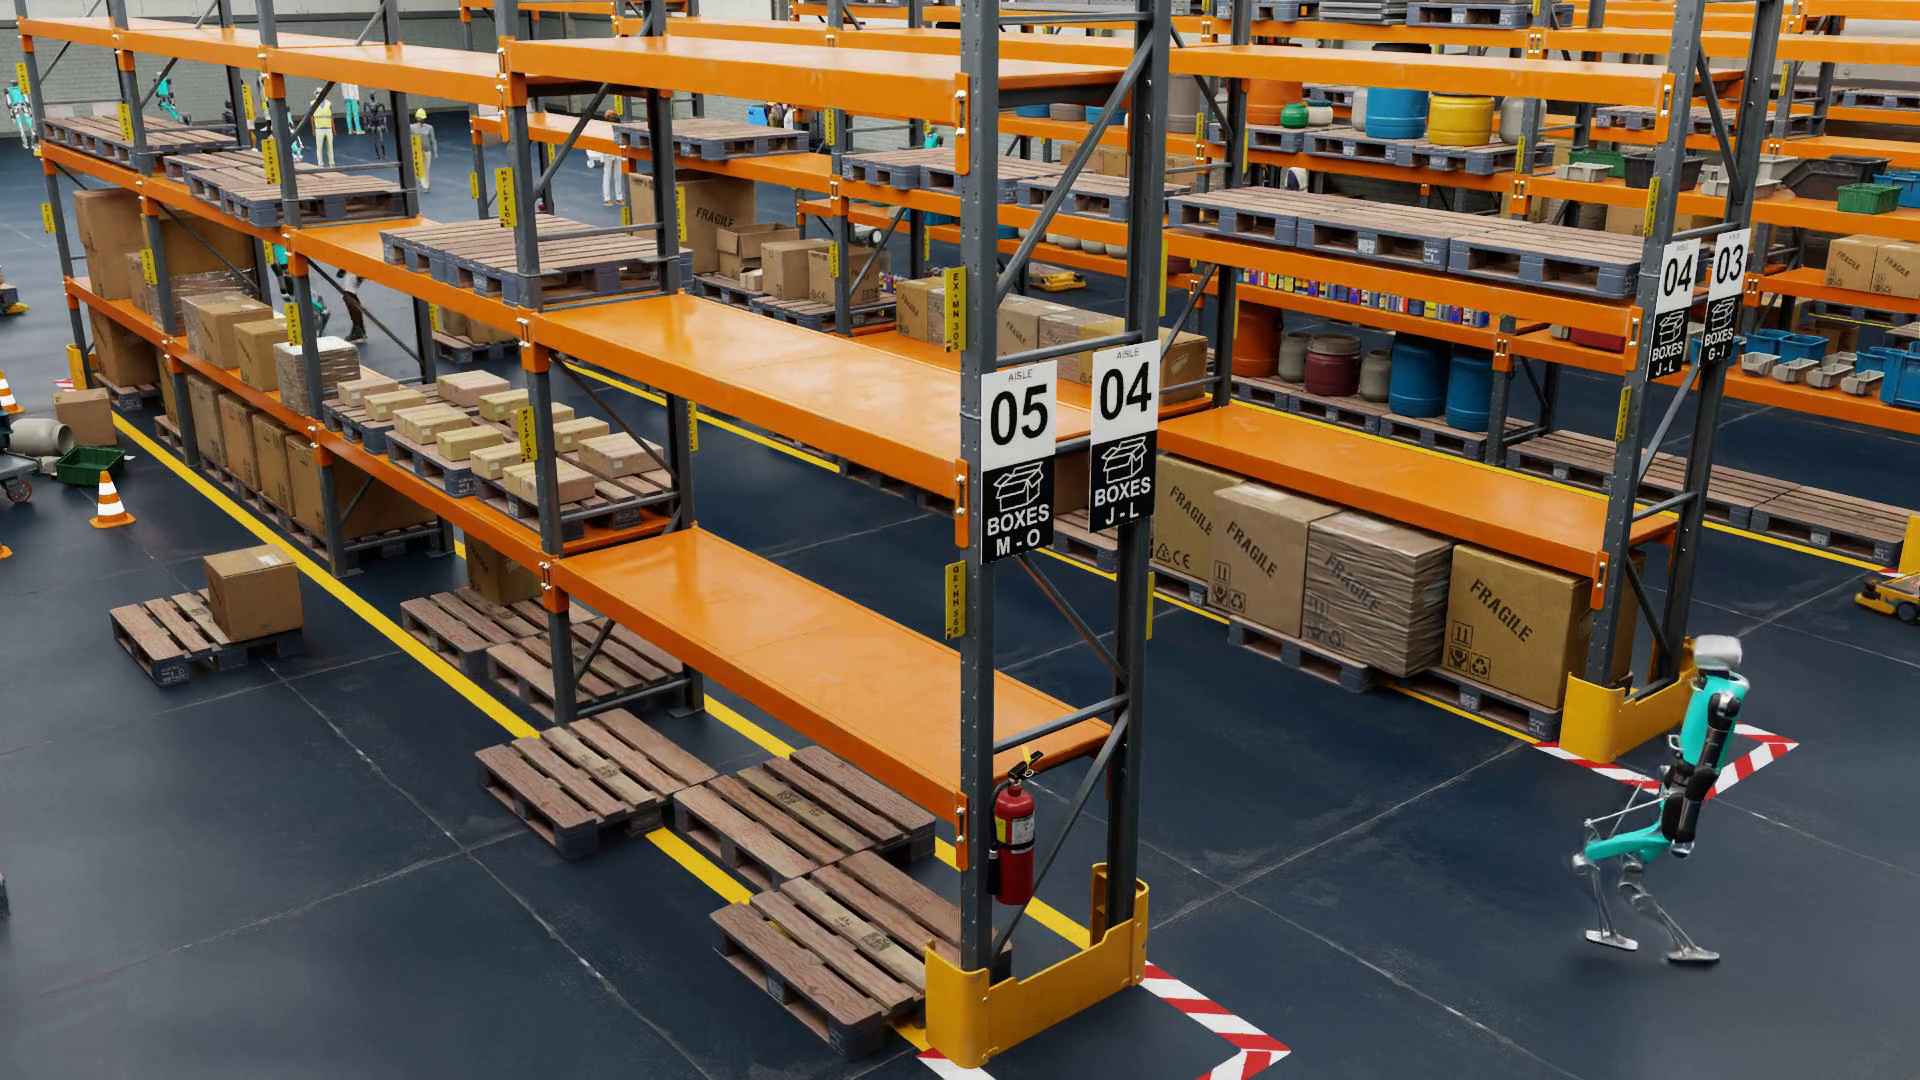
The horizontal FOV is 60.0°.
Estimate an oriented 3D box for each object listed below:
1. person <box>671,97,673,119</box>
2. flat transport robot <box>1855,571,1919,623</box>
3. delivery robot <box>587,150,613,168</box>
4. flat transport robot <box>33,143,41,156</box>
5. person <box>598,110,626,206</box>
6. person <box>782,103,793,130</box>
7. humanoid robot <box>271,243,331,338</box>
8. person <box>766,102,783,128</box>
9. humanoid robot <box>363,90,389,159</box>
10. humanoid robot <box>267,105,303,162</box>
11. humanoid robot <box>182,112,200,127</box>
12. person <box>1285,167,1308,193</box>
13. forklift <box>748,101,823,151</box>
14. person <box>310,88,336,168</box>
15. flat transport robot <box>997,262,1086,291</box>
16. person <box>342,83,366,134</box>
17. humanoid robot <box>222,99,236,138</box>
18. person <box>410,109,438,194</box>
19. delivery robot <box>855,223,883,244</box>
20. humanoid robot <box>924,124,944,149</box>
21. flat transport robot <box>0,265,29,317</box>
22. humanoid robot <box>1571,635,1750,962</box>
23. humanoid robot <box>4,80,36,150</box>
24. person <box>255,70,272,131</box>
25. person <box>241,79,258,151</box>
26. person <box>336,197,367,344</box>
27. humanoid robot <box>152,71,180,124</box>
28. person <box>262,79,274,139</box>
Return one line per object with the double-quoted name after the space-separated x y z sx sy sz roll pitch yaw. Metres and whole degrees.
-7.509 -10.819 42.231 0.504 1.933 1.011 -6 20 -17 "person"
7.542 0.547 12.379 0.659 0.231 1.431 -12 22 -30 "flat transport robot"
-8.489 -9.131 39.470 0.766 0.580 0.499 -5 20 -13 "delivery robot"
-23.075 -9.892 42.089 0.659 0.231 1.431 -10 22 -26 "flat transport robot"
-6.951 -7.626 33.226 0.565 1.878 0.352 -16 25 -38 "person"
-3.708 -8.746 36.377 0.375 1.894 0.577 -5 20 -14 "person"
-8.144 -3.144 20.714 0.865 1.779 0.536 3 20 8 "humanoid robot"
-4.157 -9.047 37.426 0.406 1.761 0.555 6 20 17 "person"
-14.351 -10.198 40.834 0.583 1.643 0.400 -3 20 -9 "humanoid robot"
-15.021 -8.964 37.356 0.845 1.866 0.552 13 23 33 "humanoid robot"
-16.159 -8.212 35.182 0.595 1.640 0.406 -3 20 -8 "humanoid robot"
5.486 -5.506 27.247 0.397 1.832 0.676 10 22 26 "person"
-4.526 -11.368 42.374 1.129 2.768 1.873 -15 24 -37 "forklift"
-14.764 -9.518 38.582 0.523 1.891 0.403 -13 23 -33 "person"
1.219 -4.025 25.390 0.659 0.231 1.431 -13 23 -33 "flat transport robot"
-17.067 -12.361 46.639 0.491 1.913 0.364 7 20 18 "person"
-16.748 -9.305 38.293 0.360 1.653 0.601 7 20 18 "humanoid robot"
-11.232 -8.142 34.895 0.543 1.726 0.810 -13 23 -33 "person"
-1.749 -5.372 28.821 0.803 0.614 0.499 -16 25 -38 "delivery robot"
-0.779 -6.991 31.650 0.960 1.765 0.556 -18 26 -41 "humanoid robot"
-13.791 -3.204 23.054 0.659 0.231 1.431 18 26 41 "flat transport robot"
3.355 1.279 8.065 0.958 1.745 0.548 7 20 18 "humanoid robot"
-24.156 -10.908 42.879 0.533 1.812 0.850 -15 24 -37 "humanoid robot"
-19.931 -12.692 47.634 0.401 1.878 0.497 -3 20 -8 "person"
-18.114 -10.745 42.147 0.794 1.842 0.413 8 21 21 "person"
-7.852 -3.498 21.390 0.511 1.930 0.700 -9 21 -24 "person"
-22.135 -12.261 46.700 0.531 1.790 1.017 3 20 9 "humanoid robot"
-18.665 -11.634 44.904 0.324 1.688 0.528 -7 20 -19 "person"
